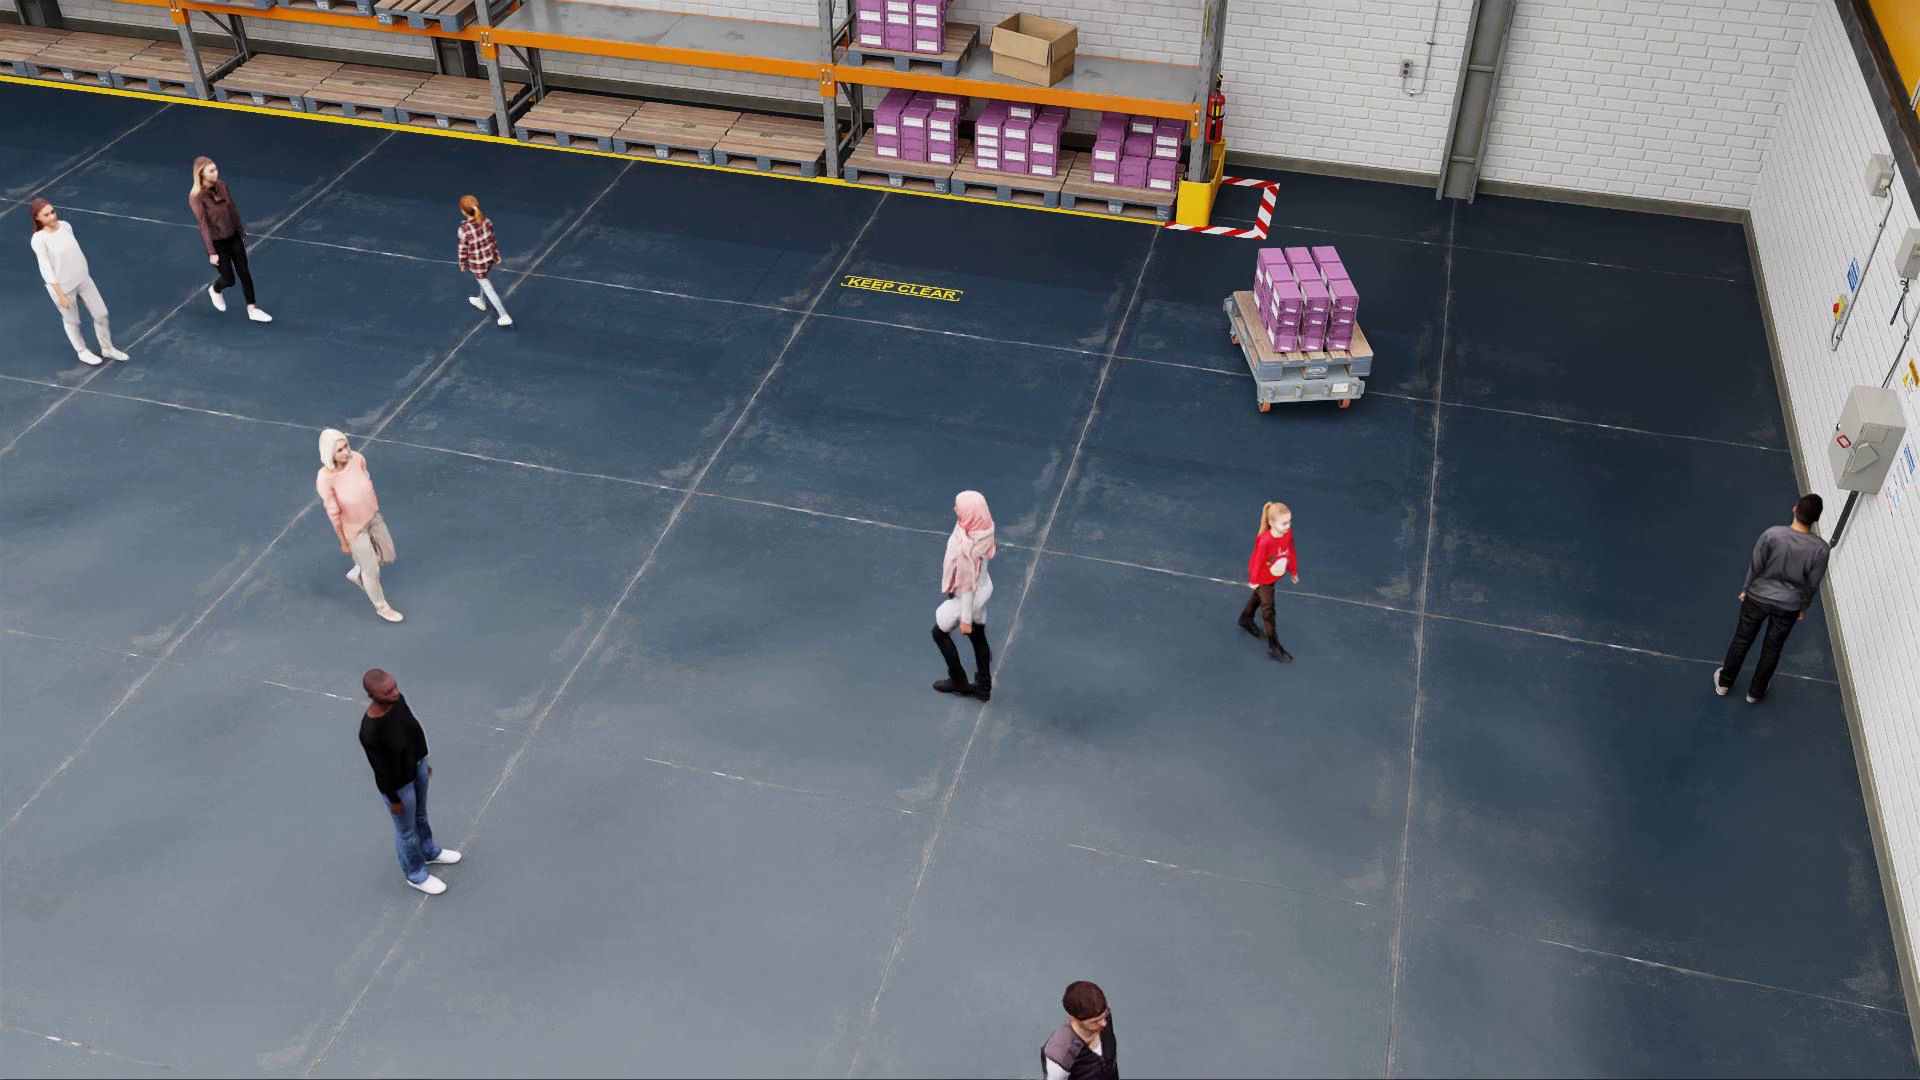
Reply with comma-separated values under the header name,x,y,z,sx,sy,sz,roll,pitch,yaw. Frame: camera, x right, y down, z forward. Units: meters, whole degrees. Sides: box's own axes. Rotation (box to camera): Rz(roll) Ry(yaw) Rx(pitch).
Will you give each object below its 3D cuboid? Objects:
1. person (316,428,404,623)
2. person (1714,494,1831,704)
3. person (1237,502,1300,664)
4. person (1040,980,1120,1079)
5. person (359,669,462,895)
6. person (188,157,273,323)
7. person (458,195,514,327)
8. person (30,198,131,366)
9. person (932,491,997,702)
name,x,y,z,sx,sy,sz,roll,pitch,yaw
person,-4.481,-0.134,12.226,0.780,1.713,0.661,15,41,18
person,5.638,0.406,11.511,0.553,1.761,0.722,18,42,21
person,2.200,0.231,12.132,0.747,1.260,0.880,-31,48,-33
person,0.537,2.792,8.465,0.763,1.835,0.770,26,45,28
person,-3.431,1.452,10.210,0.554,1.749,0.610,6,39,7
person,-6.950,-2.802,15.584,0.883,1.692,0.712,17,42,20
person,-4.472,-2.610,15.672,1.008,1.282,0.800,29,47,31
person,-8.099,-2.330,15.008,0.734,1.672,0.658,14,41,17
person,0.151,0.427,11.459,0.674,1.792,0.679,14,41,17
